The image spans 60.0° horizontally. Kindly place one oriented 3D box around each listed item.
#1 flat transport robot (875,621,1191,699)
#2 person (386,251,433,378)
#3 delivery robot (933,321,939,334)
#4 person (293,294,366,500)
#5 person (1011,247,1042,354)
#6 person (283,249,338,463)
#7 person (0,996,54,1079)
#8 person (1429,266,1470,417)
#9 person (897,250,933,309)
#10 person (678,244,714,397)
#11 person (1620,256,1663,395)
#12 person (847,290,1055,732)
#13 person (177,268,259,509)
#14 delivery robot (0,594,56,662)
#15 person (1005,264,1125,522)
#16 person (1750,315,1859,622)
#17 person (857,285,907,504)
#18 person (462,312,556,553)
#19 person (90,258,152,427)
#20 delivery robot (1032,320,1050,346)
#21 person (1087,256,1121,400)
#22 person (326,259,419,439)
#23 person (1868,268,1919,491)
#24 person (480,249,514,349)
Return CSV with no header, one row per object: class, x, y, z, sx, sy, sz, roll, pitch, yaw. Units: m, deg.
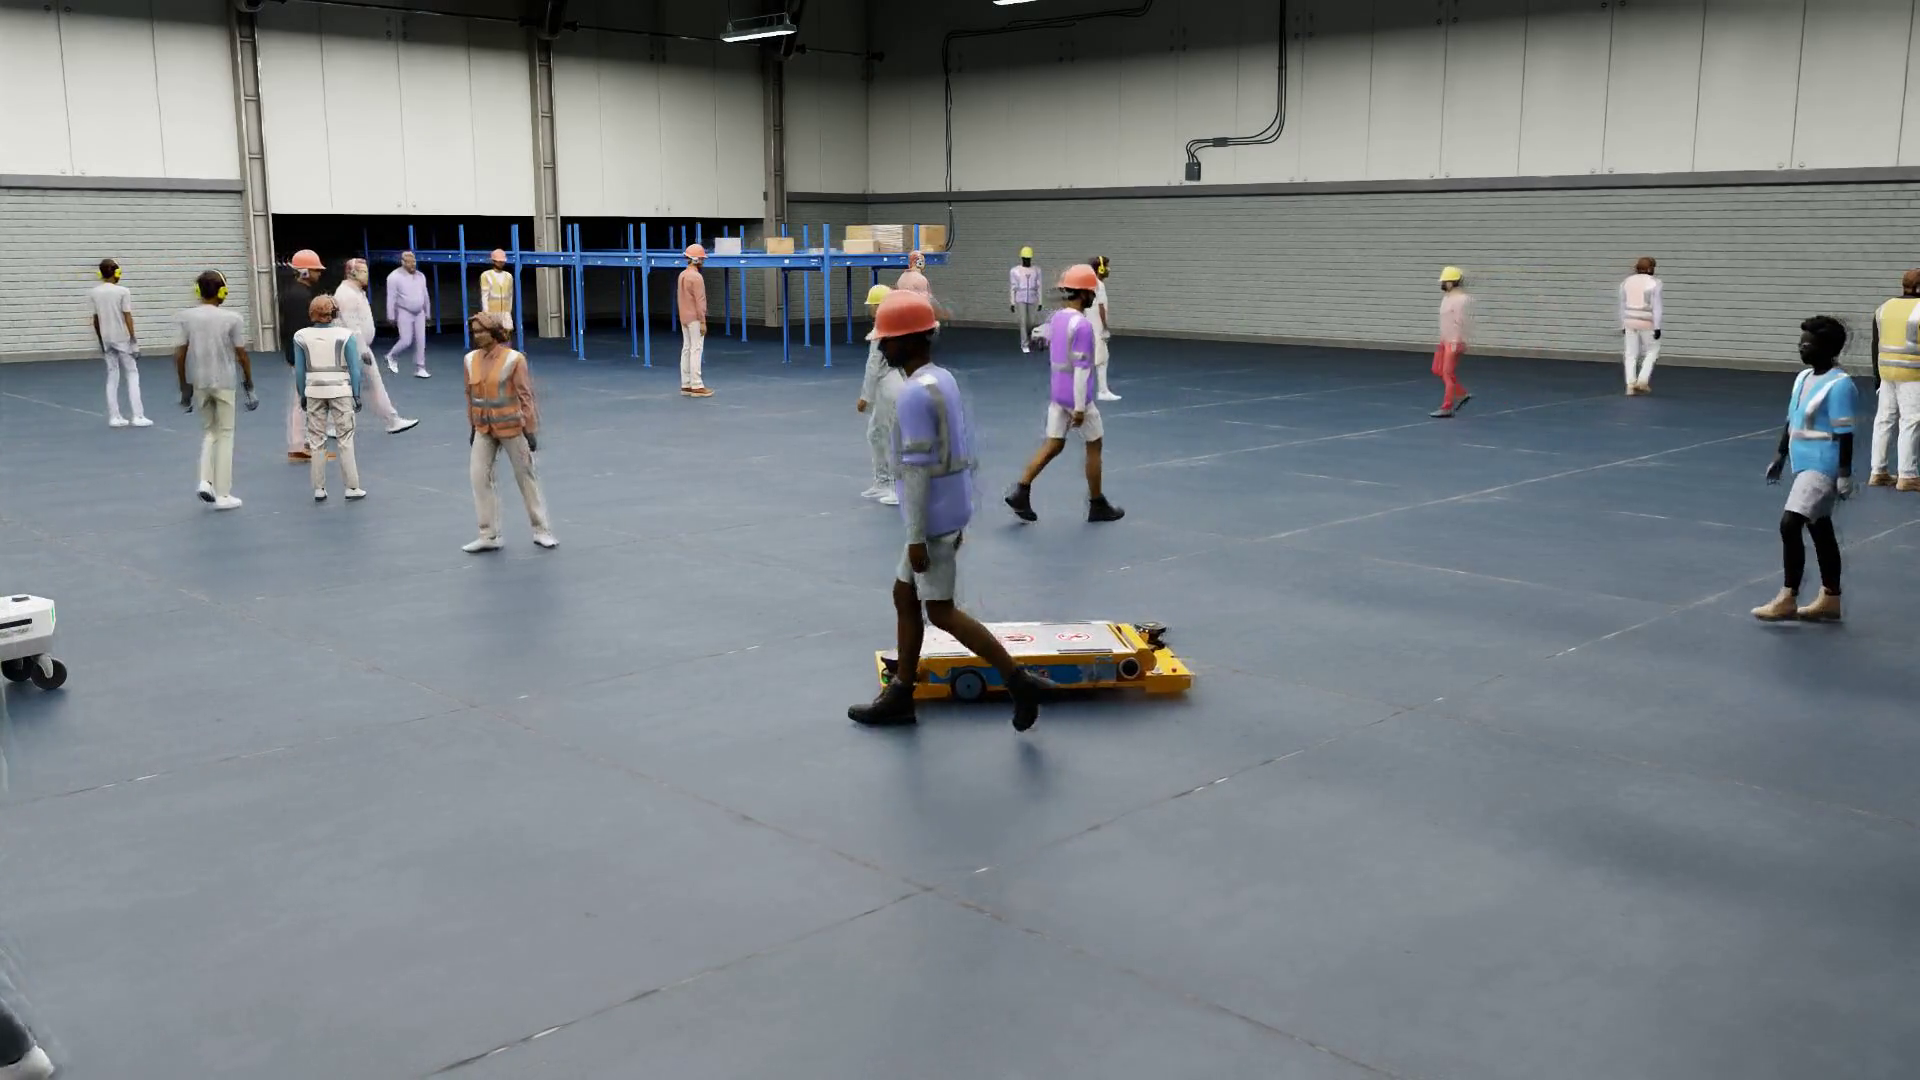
flat transport robot,0.326,0.558,7.927,1.431,0.197,0.652,-1,10,-6
person,-8.251,-3.364,24.807,0.594,1.884,0.675,7,13,35
delivery robot,-0.707,-4.351,33.668,0.477,0.478,0.707,-6,12,-28
person,-5.052,-1.138,13.327,0.515,1.641,0.308,-1,10,-4
person,1.196,-4.360,30.166,0.590,1.909,0.645,-2,11,-11
person,-6.060,-1.711,15.545,0.532,1.975,0.615,-6,12,-30
person,-2.559,0.648,3.725,0.864,1.595,0.511,-6,12,-31
person,5.743,-2.310,19.419,0.416,1.754,0.526,-1,10,-5
person,-0.560,-2.858,21.972,0.411,1.911,0.643,-7,12,-32
person,-3.507,-2.906,22.006,0.396,1.990,0.621,-7,13,-34
person,9.054,-2.835,22.062,0.481,1.826,0.658,-7,12,-33
person,-0.034,-0.105,7.027,0.869,1.898,0.588,2,11,12
person,-5.785,-1.171,12.940,0.509,1.857,0.434,1,10,5
delivery robot,-4.569,0.420,7.651,0.477,0.478,0.707,6,12,32
person,0.768,-1.073,12.265,0.908,1.914,0.549,-5,12,-25
person,4.590,-0.381,9.086,0.658,1.674,0.545,2,11,9
person,-0.646,-1.140,13.115,0.629,1.722,0.488,3,11,16
person,-3.057,-0.727,11.208,0.561,1.606,0.504,4,11,20
person,-9.332,-2.185,18.445,0.560,1.857,0.372,2,11,11
delivery robot,1.606,-3.822,30.787,0.477,0.478,0.707,-4,11,-22
person,1.700,-2.712,21.345,0.723,1.852,0.520,-1,10,-3
person,-6.229,-1.986,17.348,0.966,1.858,0.657,-1,10,-3
person,7.952,-1.353,13.956,0.429,1.839,0.633,-3,11,-16
person,-7.298,-3.627,26.185,0.550,1.910,0.849,-8,13,-36
